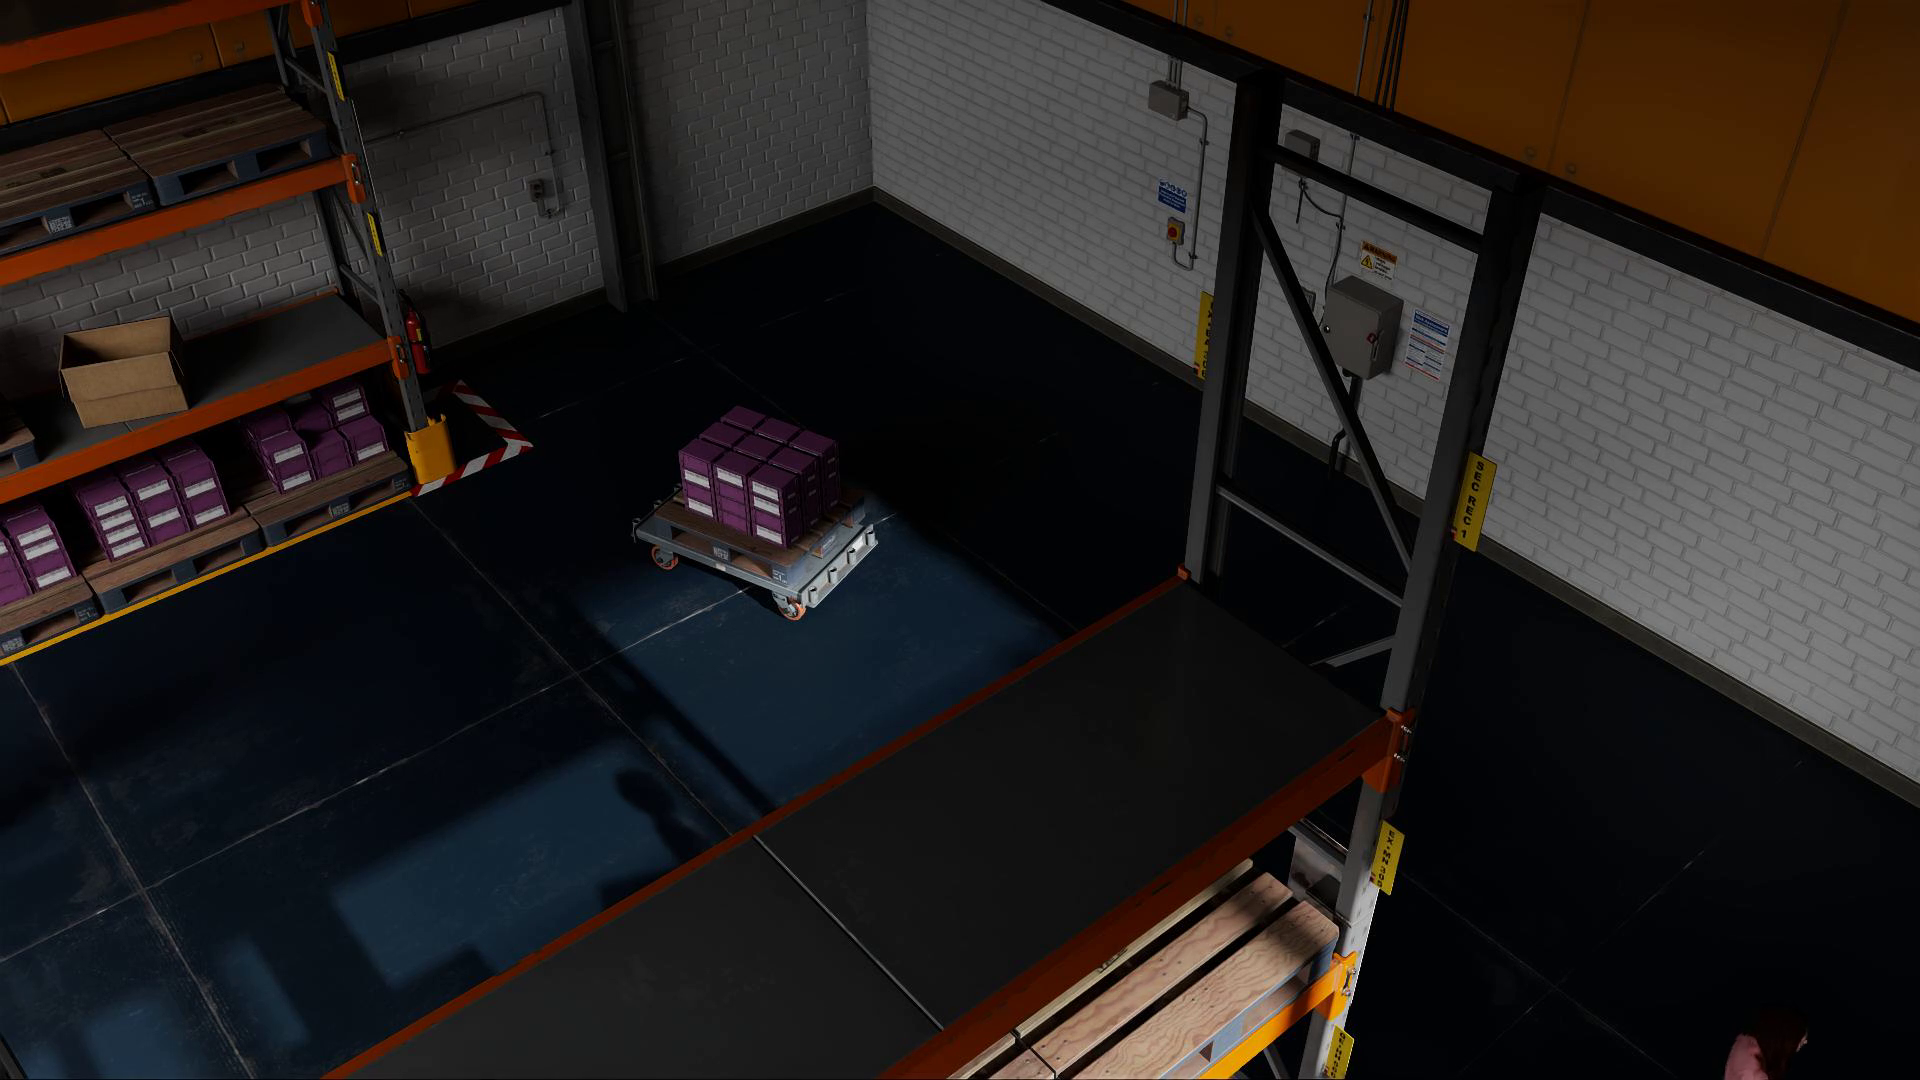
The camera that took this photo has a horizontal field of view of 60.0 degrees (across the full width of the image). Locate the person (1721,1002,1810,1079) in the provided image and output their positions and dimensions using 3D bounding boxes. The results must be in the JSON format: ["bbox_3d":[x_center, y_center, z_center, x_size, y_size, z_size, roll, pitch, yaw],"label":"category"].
[{"bbox_3d":[3.633,2.783,7.894,0.818,1.807,0.755,18,42,21],"label":"person"}]
